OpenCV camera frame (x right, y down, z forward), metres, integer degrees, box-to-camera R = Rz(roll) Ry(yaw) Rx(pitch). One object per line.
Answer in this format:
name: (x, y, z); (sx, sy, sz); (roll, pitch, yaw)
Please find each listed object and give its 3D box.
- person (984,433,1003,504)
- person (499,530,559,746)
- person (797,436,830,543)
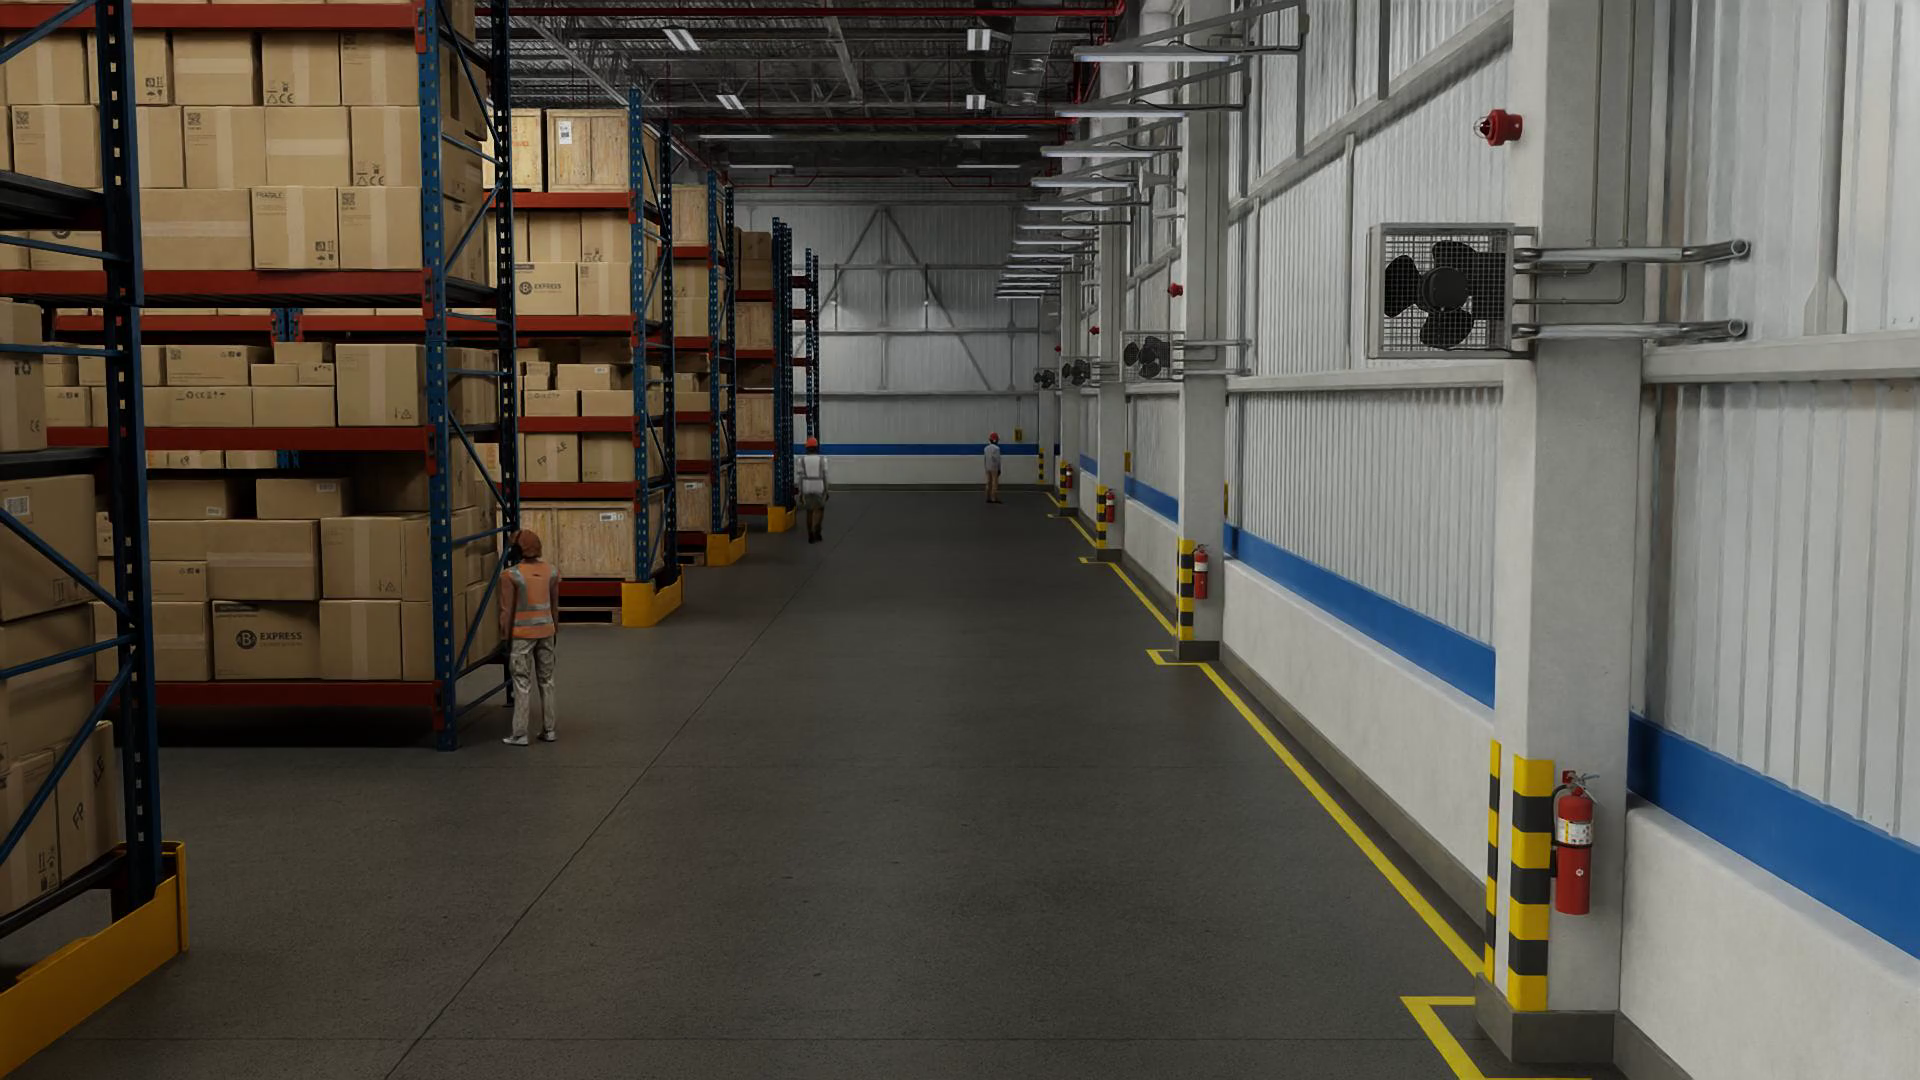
person: (0.826, -1.767, 40.978); (0.334, 1.753, 0.562); (-4, 6, -37)
person: (-3.237, 0.735, 12.549); (0.321, 1.630, 0.520); (4, 6, 40)
person: (-2.636, -0.906, 29.986); (0.584, 1.916, 0.577); (0, 5, 0)
